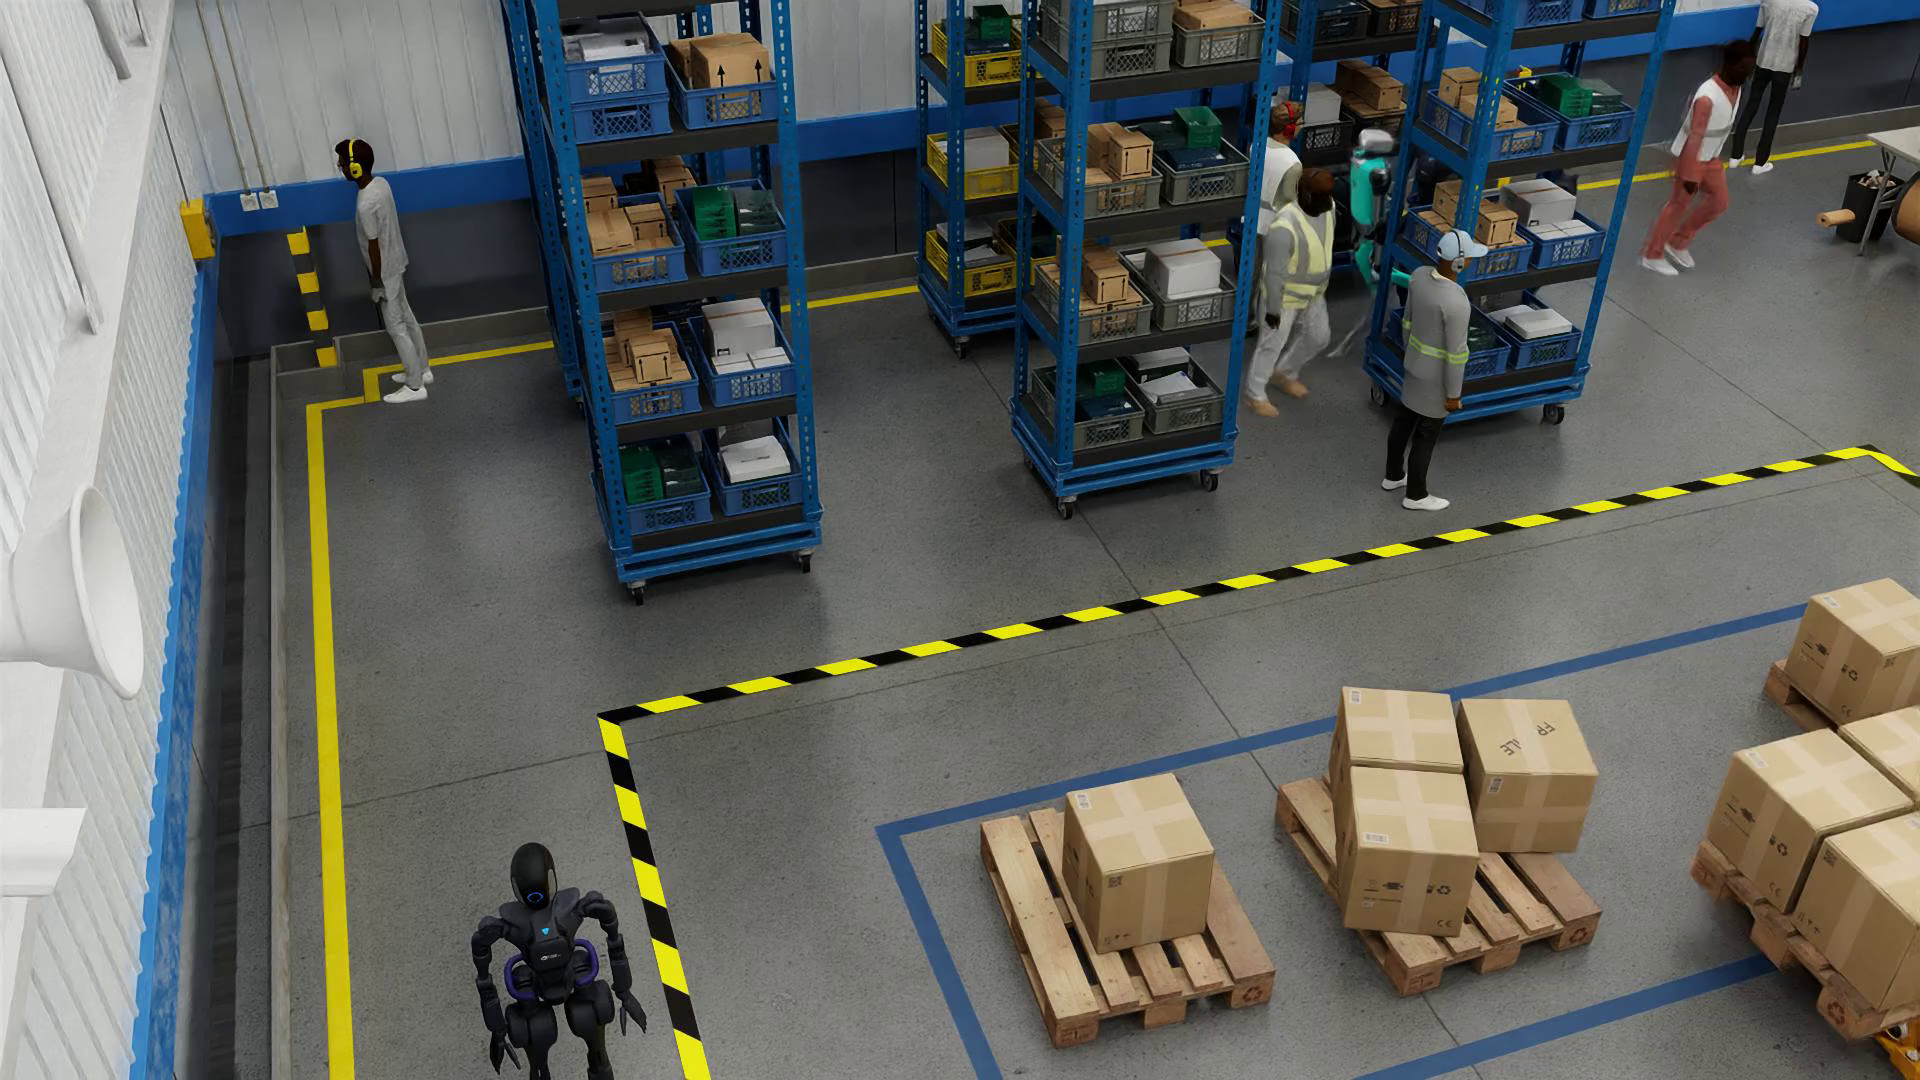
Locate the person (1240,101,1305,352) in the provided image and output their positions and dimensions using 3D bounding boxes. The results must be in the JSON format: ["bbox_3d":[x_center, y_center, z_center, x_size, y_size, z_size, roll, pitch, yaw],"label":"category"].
[{"bbox_3d":[2.210,-2.216,11.829,0.391,1.846,0.564,-14,38,-19],"label":"person"}]

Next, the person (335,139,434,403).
[{"bbox_3d":[-3.890,-1.814,11.249,0.313,1.864,0.506,-3,35,-4],"label":"person"}]

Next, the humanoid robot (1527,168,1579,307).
[{"bbox_3d":[4.069,-2.032,11.708,0.340,1.650,0.600,5,35,7],"label":"humanoid robot"}]

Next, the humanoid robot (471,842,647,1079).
[{"bbox_3d":[-1.511,1.766,6.317,0.599,1.657,0.315,-12,37,-17],"label":"humanoid robot"}]

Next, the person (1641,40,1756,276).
[{"bbox_3d":[5.694,-2.925,12.783,0.646,1.897,0.524,-30,45,-35],"label":"person"}]

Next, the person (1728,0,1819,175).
[{"bbox_3d":[7.114,-4.123,14.526,0.335,1.857,0.513,-29,44,-35],"label":"person"}]

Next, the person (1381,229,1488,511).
[{"bbox_3d":[2.894,-1.036,10.150,0.376,1.852,0.588,-11,37,-15],"label":"person"}]

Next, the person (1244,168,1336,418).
[{"bbox_3d":[2.207,-1.637,11.047,0.478,1.813,0.637,29,44,35],"label":"person"}]

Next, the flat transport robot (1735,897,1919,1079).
[{"bbox_3d":[4.095,1.795,7.487,0.652,0.197,1.431,-11,37,-15],"label":"flat transport robot"}]

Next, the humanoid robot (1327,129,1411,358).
[{"bbox_3d":[3.040,-2.019,11.670,0.813,1.795,0.535,-6,36,-8],"label":"humanoid robot"}]

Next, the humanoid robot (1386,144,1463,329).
[{"bbox_3d":[3.358,-2.284,12.061,0.349,1.649,0.600,-27,43,-33],"label":"humanoid robot"}]
